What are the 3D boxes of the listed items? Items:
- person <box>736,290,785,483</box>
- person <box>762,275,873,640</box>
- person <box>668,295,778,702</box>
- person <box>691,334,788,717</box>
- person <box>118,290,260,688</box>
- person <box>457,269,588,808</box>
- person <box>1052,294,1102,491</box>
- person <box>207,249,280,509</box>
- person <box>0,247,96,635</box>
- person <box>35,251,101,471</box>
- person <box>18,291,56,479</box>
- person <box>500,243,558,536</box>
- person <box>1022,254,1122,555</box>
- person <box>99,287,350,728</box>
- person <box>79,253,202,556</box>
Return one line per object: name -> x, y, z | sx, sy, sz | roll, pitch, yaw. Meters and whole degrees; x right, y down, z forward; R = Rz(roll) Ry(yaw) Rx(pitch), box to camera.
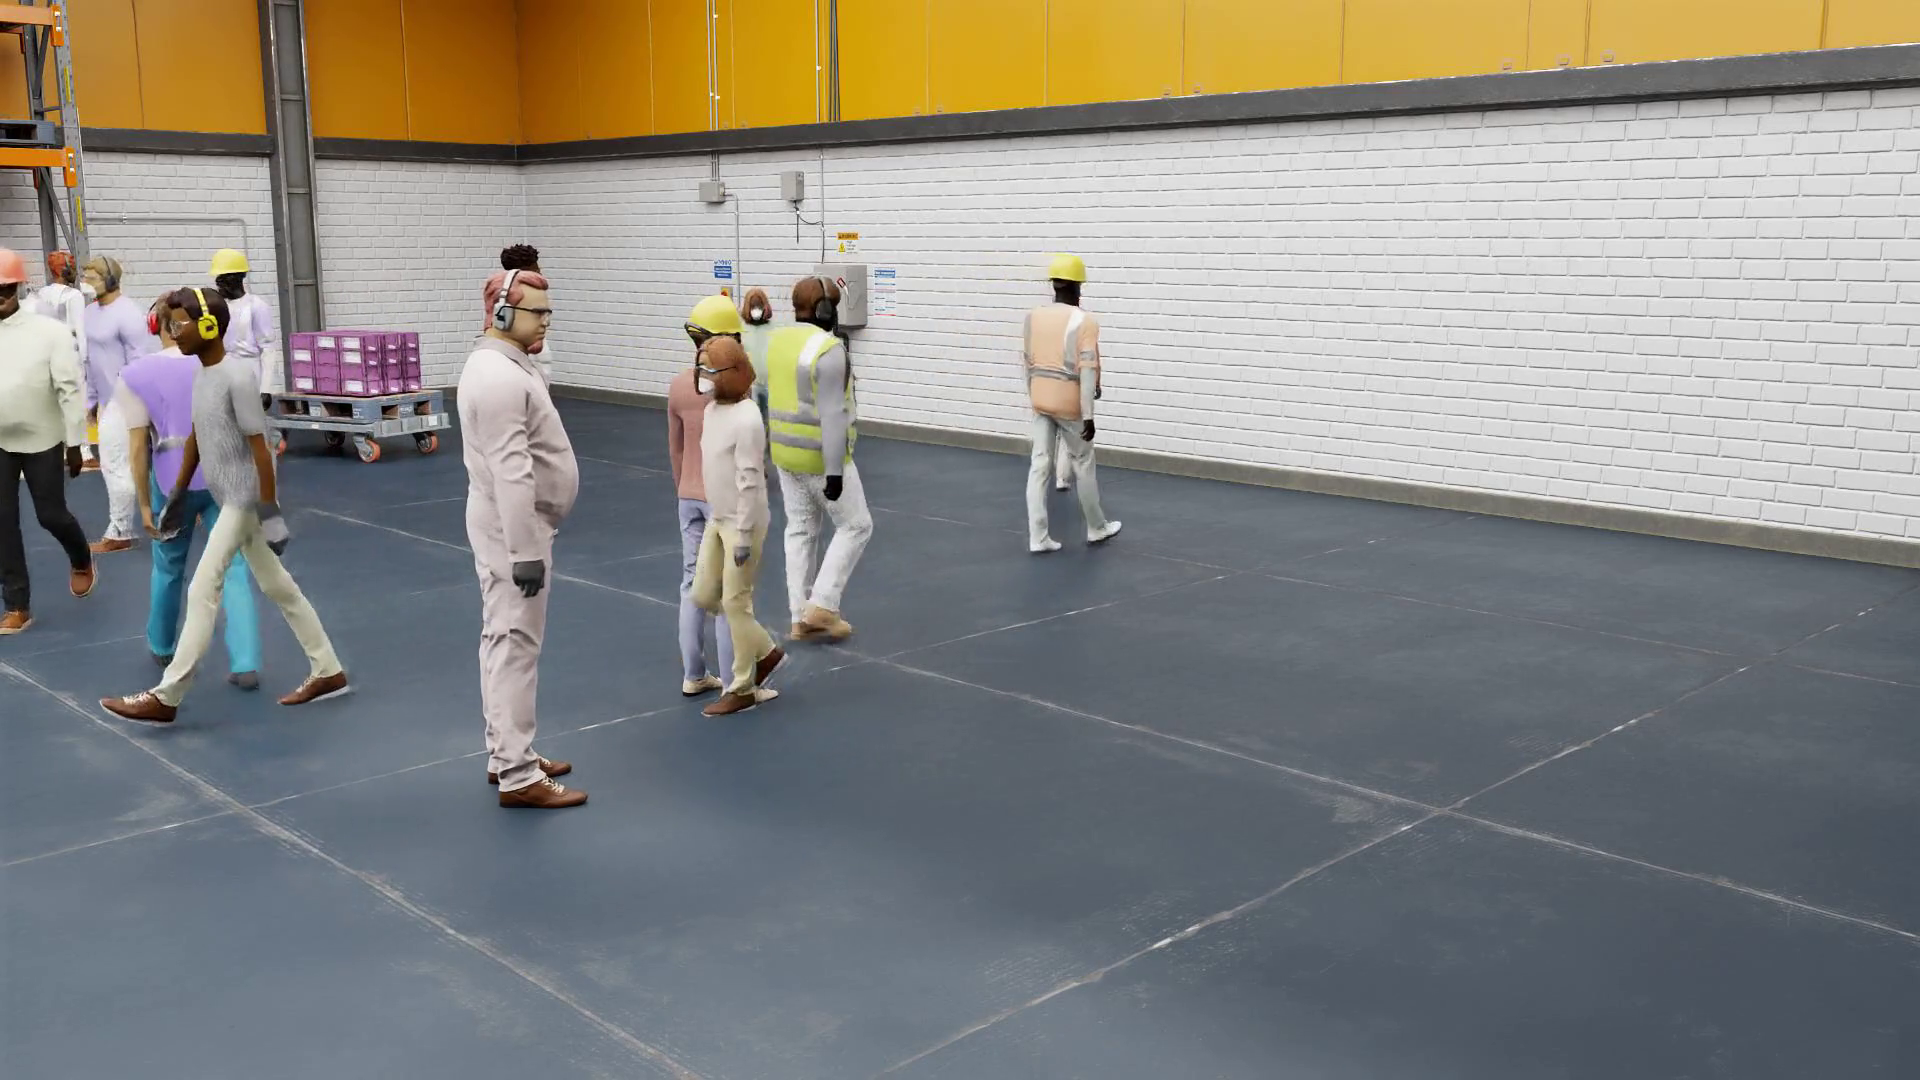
person -> -1.592, -1.206, 13.349 | 0.517, 1.587, 0.845 | -3, 11, -14
person -> -0.714, -0.393, 8.278 | 0.456, 1.823, 0.646 | -9, 13, -39
person -> -1.041, -0.166, 7.200 | 0.525, 1.769, 0.313 | 9, 14, 40
person -> -0.938, -0.055, 6.988 | 0.370, 1.617, 0.511 | -6, 12, -31
person -> -3.490, -0.237, 7.560 | 0.554, 1.783, 0.986 | -8, 13, -36
person -> -1.562, -0.004, 5.949 | 0.403, 1.904, 0.637 | -3, 11, -18
person -> 0.873, -1.220, 13.421 | 0.519, 1.594, 0.862 | 4, 11, 19
person -> -5.214, -1.138, 12.062 | 0.594, 1.924, 0.374 | 6, 12, 30
person -> -4.864, -0.535, 8.671 | 0.620, 1.970, 0.761 | -1, 10, -8
person -> -7.677, -1.529, 14.307 | 0.581, 1.882, 0.339 | 5, 11, 24
person -> -7.895, -1.447, 14.059 | 0.651, 1.815, 0.705 | 0, 10, 2
person -> -2.929, -1.004, 11.220 | 0.361, 1.965, 0.613 | -2, 11, -11
person -> 0.719, -0.874, 10.702 | 0.617, 1.889, 0.896 | 8, 13, 38
person -> -3.081, -0.137, 6.934 | 1.019, 1.805, 0.499 | -7, 13, -34
person -> -5.298, -0.882, 10.710 | 0.628, 1.915, 0.800 | 10, 15, 44
